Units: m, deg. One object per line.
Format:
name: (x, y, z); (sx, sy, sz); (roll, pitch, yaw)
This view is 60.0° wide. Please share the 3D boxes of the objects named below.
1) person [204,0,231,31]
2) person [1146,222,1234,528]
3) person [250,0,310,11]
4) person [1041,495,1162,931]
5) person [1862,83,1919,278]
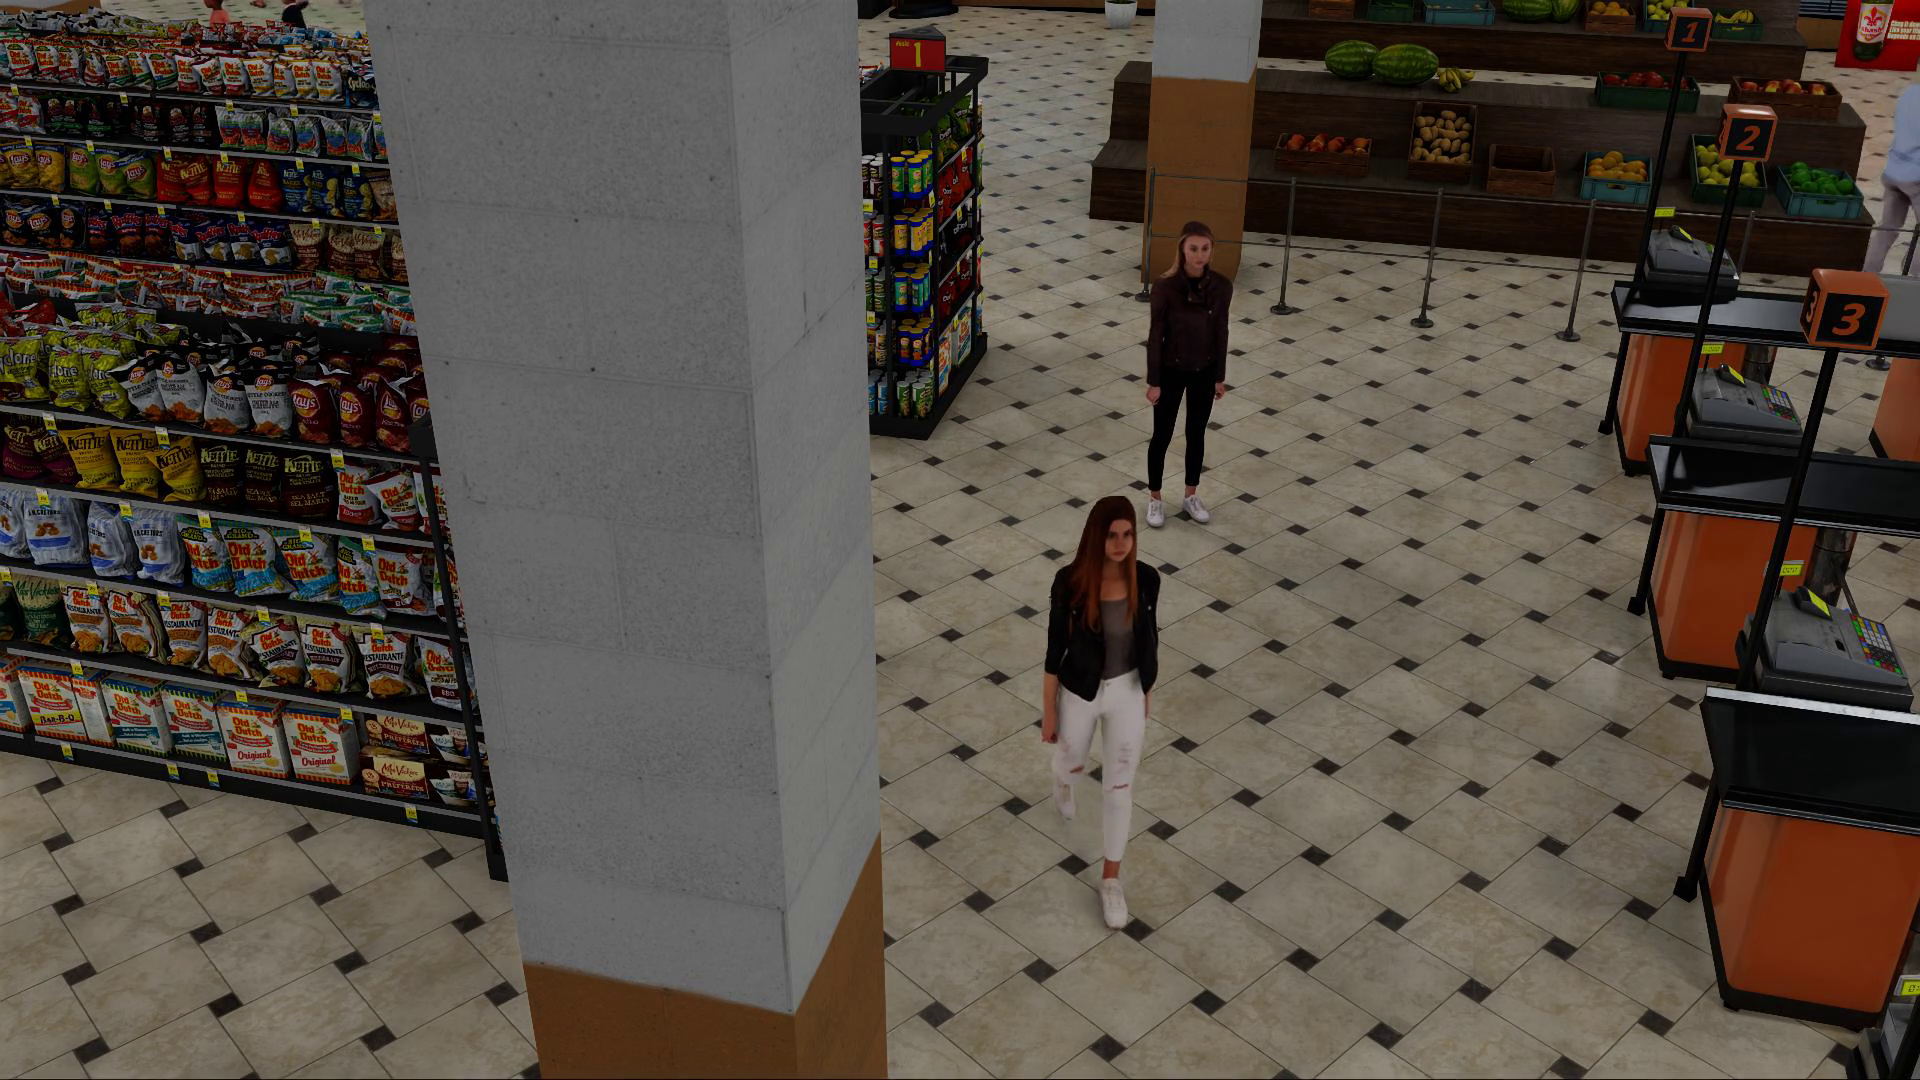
person: (-7.355, -4.895, 16.713); (0.573, 1.310, 0.543); (-5, 29, -8)
person: (1.216, -0.893, 8.970); (0.594, 1.705, 0.734); (-5, 29, -9)
person: (-8.819, -7.710, 21.323); (1.311, 1.832, 0.938); (19, 34, 30)
person: (0.505, 0.574, 6.310); (1.080, 1.678, 0.903); (-3, 29, -5)
person: (6.687, -2.544, 11.839); (0.925, 1.853, 0.885); (-6, 29, -11)
